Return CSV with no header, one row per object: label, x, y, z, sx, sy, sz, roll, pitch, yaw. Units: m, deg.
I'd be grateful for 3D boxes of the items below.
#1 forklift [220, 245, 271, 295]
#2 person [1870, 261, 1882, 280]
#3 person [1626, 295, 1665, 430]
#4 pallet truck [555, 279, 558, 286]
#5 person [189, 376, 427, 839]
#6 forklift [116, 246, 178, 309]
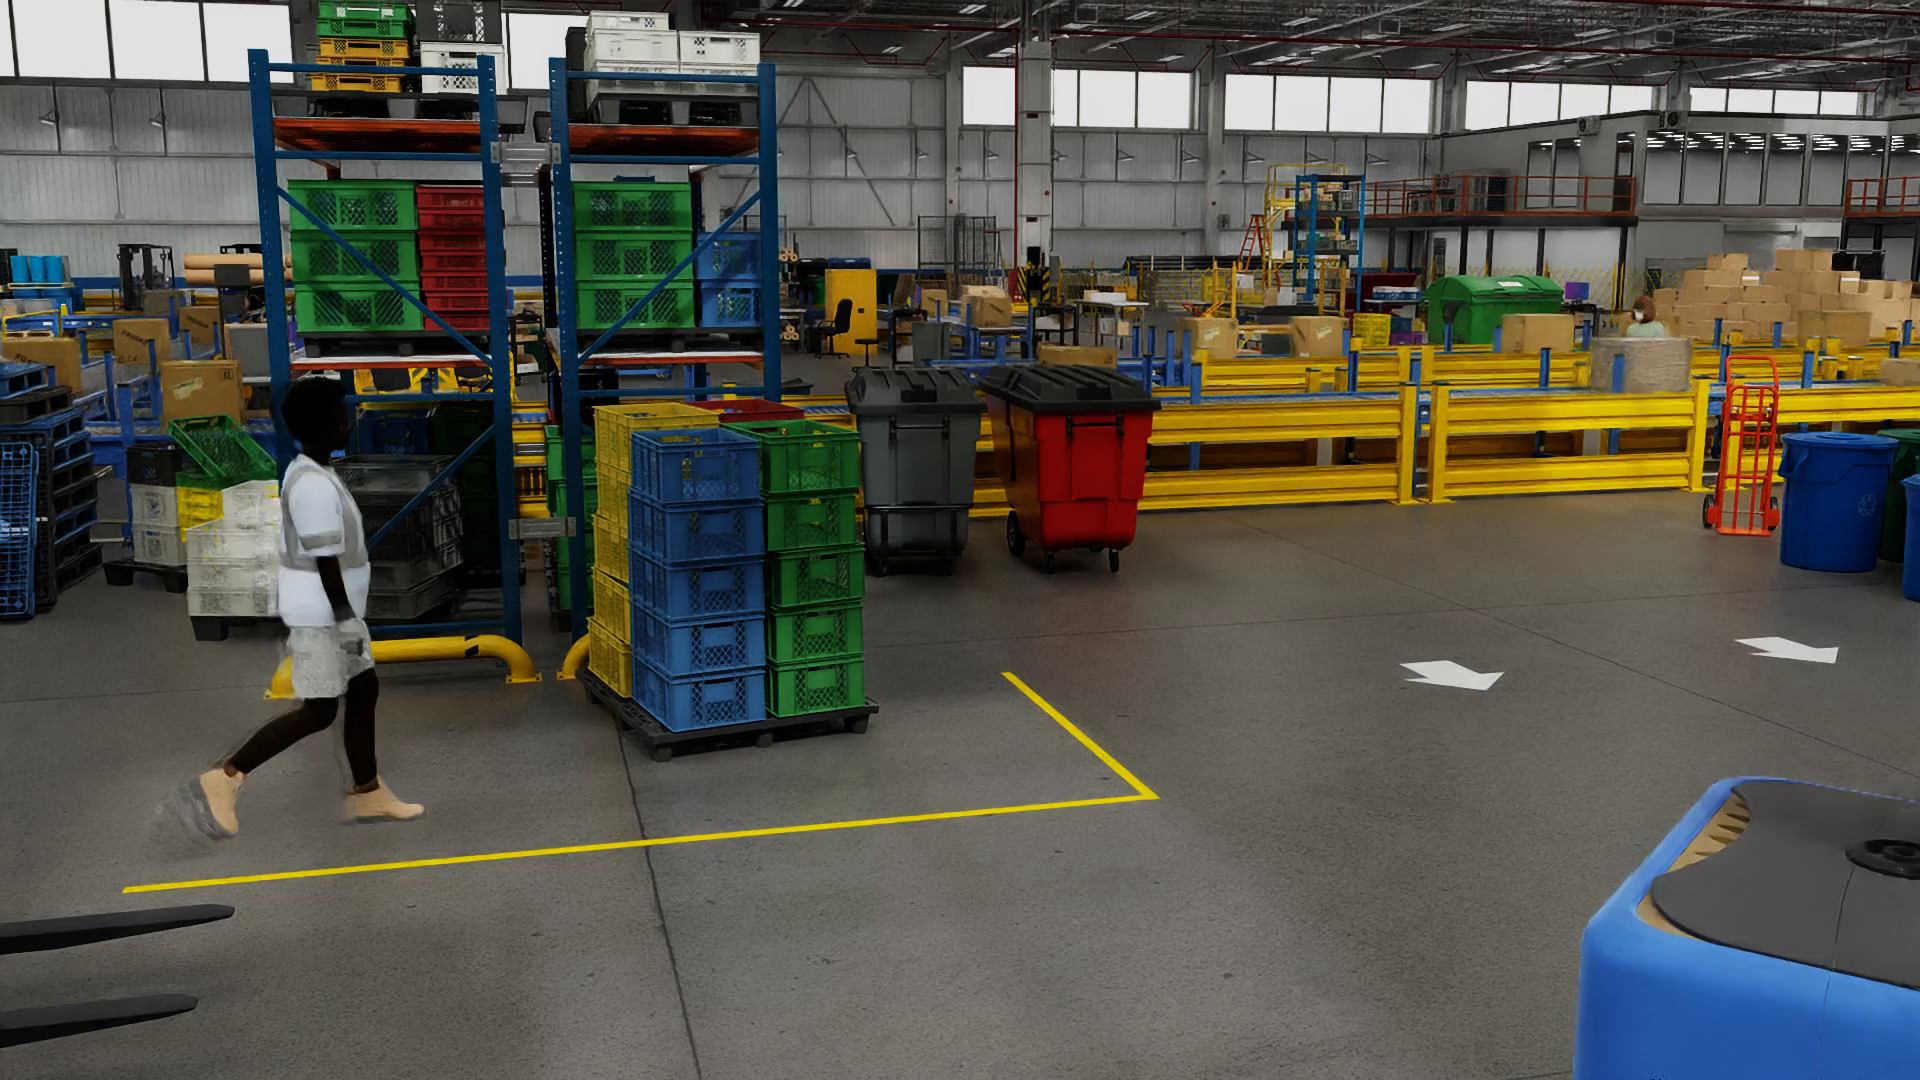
forklift,-17.749,-6.334,41.440,1.157,1.987,2.680,-3,10,-17
person,23.161,-6.181,42.108,0.311,1.769,0.522,7,12,34
person,7.018,-1.697,17.081,0.372,1.624,0.510,-3,10,-15
pallet truck,-10.604,-6.375,44.520,0.653,1.274,1.630,-3,10,-15
person,-2.348,0.253,5.915,0.715,1.679,0.523,-3,10,-16
forklift,-19.966,-6.232,40.894,1.157,1.987,2.680,-3,10,-15
